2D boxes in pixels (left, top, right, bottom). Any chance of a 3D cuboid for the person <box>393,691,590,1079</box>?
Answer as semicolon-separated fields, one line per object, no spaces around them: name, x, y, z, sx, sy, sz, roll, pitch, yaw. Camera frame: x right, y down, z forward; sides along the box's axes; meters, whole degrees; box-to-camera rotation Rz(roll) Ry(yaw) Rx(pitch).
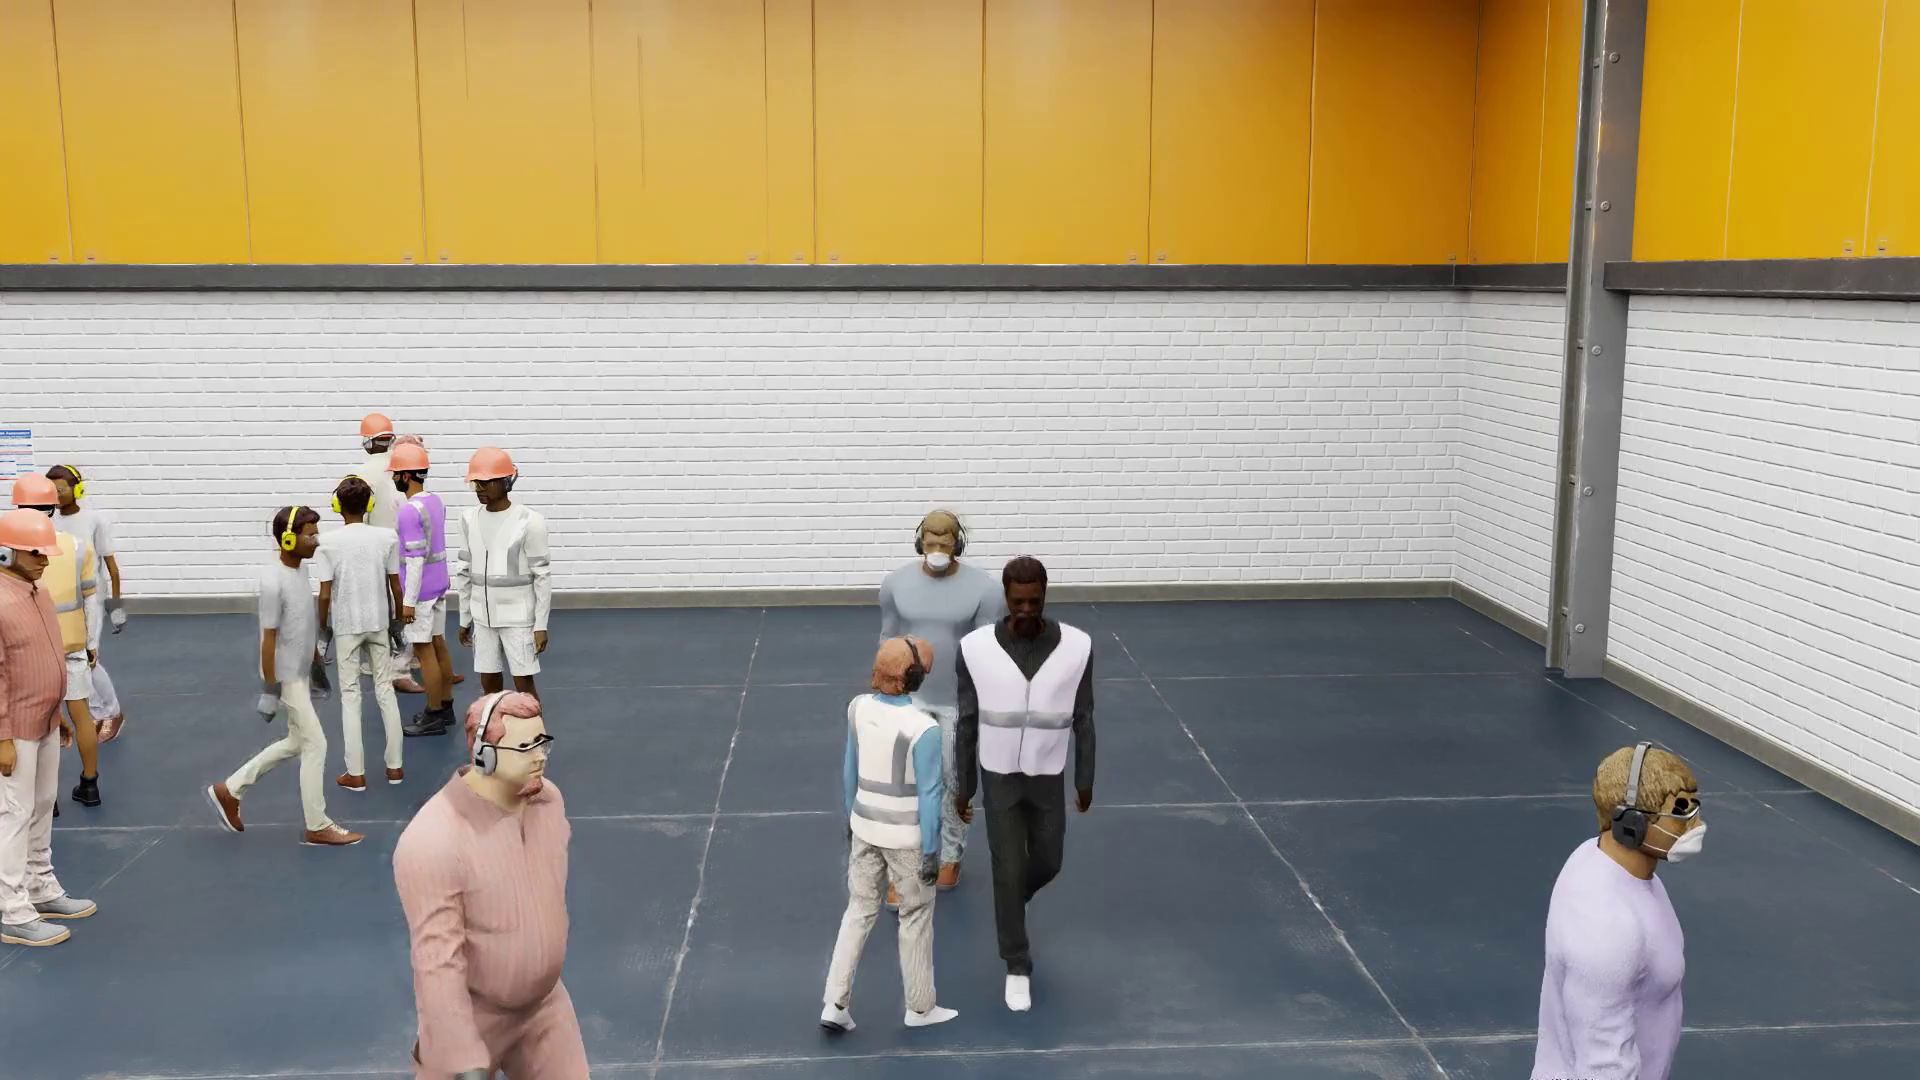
person;-1.242;1.358;4.728;0.931;1.865;0.658;5;10;29

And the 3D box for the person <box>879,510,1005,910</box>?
person;-0.102;0.808;8.028;0.646;1.914;0.681;2;9;11

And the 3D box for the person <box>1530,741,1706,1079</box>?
person;1.574;1.429;4.061;0.362;1.938;0.631;4;10;22

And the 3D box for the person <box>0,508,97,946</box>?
person;-4.254;0.840;7.615;0.395;1.985;0.608;-1;9;-5

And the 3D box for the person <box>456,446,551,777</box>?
person;-2.716;0.459;9.825;0.615;2.041;0.392;3;10;20

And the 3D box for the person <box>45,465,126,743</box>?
person;-5.674;0.413;10.785;0.538;1.838;0.485;2;9;12

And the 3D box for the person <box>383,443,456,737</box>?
person;-3.578;0.329;10.975;0.376;1.935;0.550;0;9;2

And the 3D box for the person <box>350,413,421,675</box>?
person;-4.377;0.032;12.655;0.378;1.996;0.610;6;11;33

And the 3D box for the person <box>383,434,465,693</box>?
person;-3.933;0.183;12.080;0.578;1.883;0.757;-4;10;-23

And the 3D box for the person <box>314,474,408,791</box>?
person;-3.542;0.545;9.834;0.532;1.868;0.310;-6;11;-35

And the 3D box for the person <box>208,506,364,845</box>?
person;-3.616;0.723;8.802;0.762;1.840;0.530;-1;9;-8

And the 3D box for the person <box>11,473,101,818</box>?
person;-5.127;0.588;9.345;0.359;1.938;0.547;6;11;35

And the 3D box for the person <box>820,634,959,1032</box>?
person;-0.314;1.193;6.610;0.553;1.630;0.661;9;13;44

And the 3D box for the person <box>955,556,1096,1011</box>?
person;0.269;0.970;7.112;0.597;1.889;0.757;-1;9;-5
